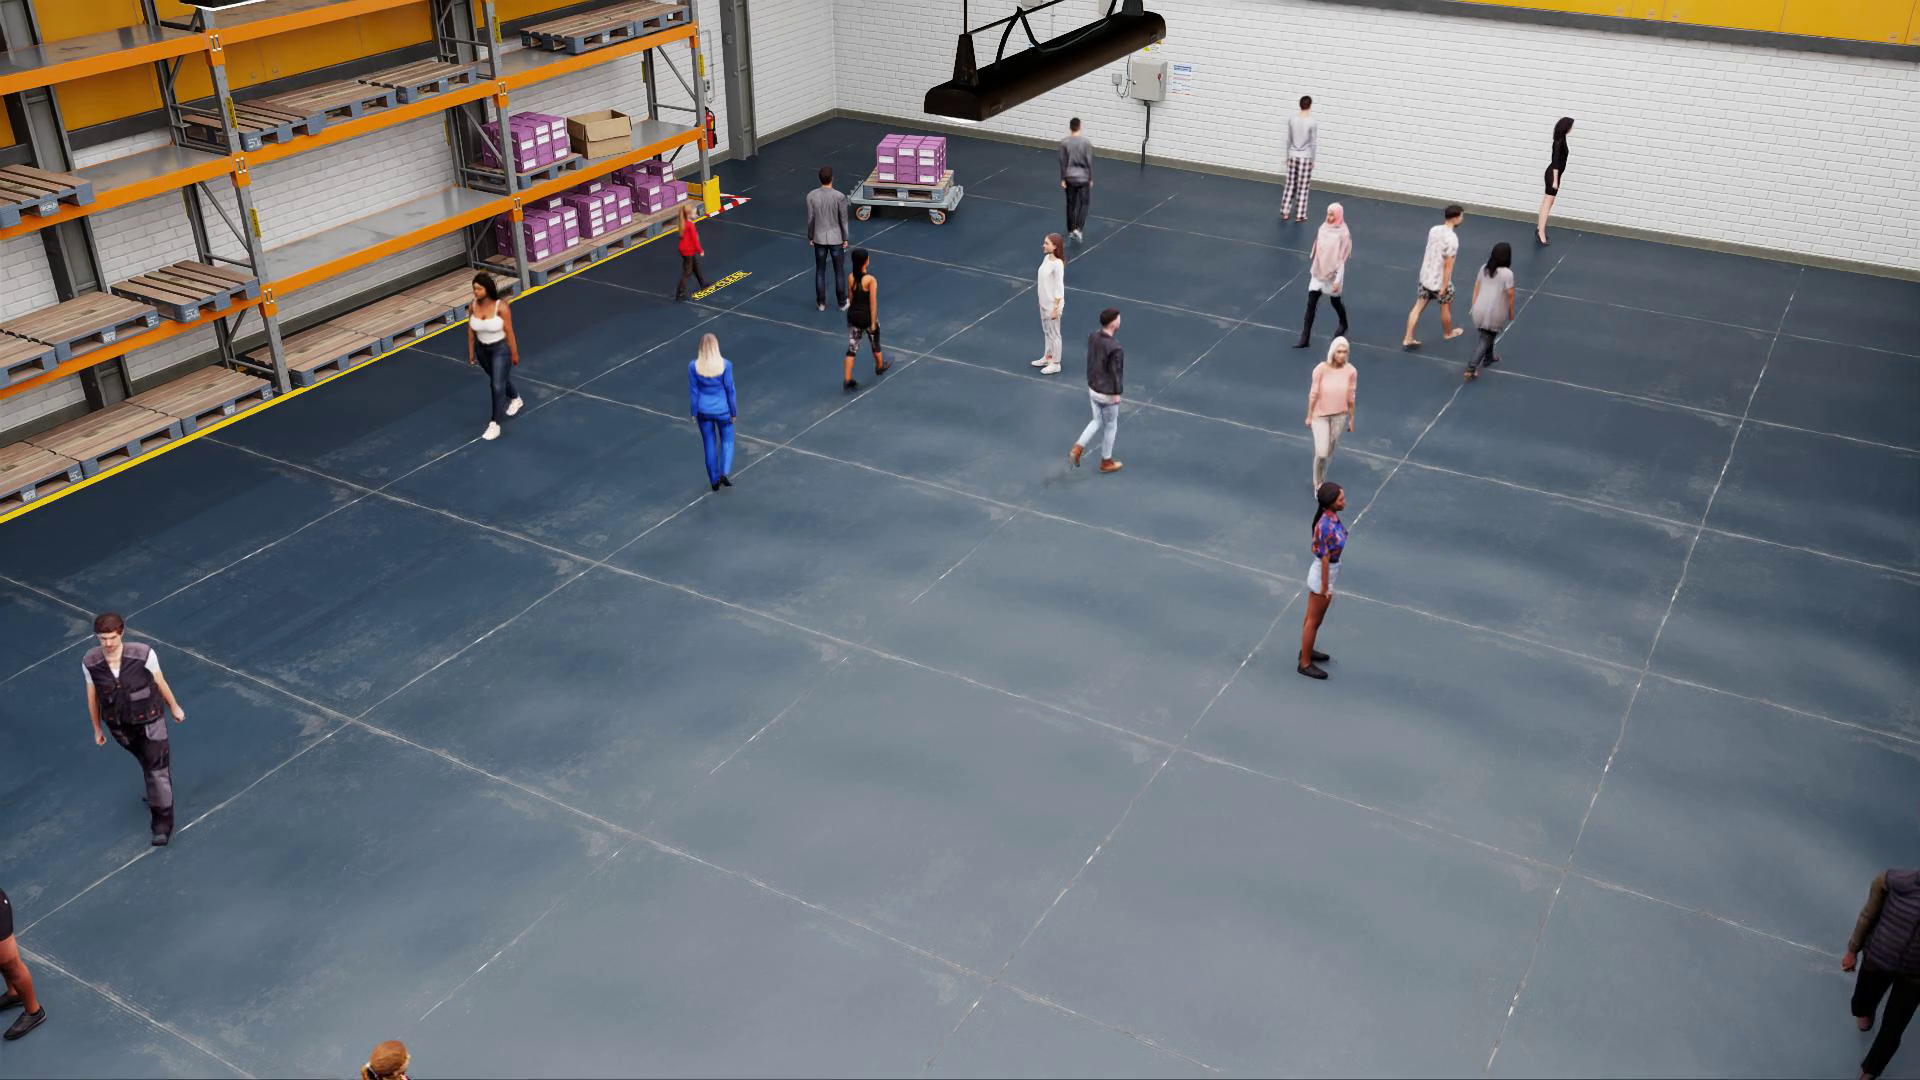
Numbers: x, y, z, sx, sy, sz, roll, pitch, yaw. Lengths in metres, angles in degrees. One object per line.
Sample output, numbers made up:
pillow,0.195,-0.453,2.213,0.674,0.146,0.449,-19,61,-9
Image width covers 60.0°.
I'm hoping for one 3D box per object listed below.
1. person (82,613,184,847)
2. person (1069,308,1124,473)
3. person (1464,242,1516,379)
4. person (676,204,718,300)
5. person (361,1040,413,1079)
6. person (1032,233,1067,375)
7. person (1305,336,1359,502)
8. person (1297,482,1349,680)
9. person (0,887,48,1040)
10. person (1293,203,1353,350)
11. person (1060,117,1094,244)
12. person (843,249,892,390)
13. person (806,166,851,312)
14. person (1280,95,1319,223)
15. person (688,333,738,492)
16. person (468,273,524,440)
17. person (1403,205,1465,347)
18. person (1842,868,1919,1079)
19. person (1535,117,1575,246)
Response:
person,-5.922,1.260,12.017,1.219,1.782,1.345,-4,29,-7
person,1.418,-1.503,17.042,0.986,1.819,0.863,-19,34,-31
person,6.149,-2.651,19.403,1.133,1.575,0.926,-17,33,-28
person,-3.598,-3.754,21.767,0.906,1.247,0.786,-14,31,-23
person,-3.042,3.209,8.953,0.871,1.295,0.702,-20,34,-32
person,1.075,-2.797,19.553,0.728,1.688,0.685,-10,30,-18
person,3.699,-1.277,16.742,0.790,1.711,0.855,-3,29,-5
person,3.007,0.308,13.804,0.697,1.741,0.538,7,29,13
person,-5.986,2.274,10.202,0.641,1.741,0.597,24,37,37
person,4.547,-3.206,20.226,1.261,1.761,0.860,-25,37,-38
person,1.671,-5.145,23.784,0.769,1.756,0.952,7,29,13
person,-1.172,-2.506,19.094,0.615,1.617,1.073,16,33,27
person,-1.683,-3.859,21.307,0.775,1.872,0.745,3,29,5
person,5.030,-5.638,24.596,0.636,1.846,0.563,19,34,31
person,-2.484,-1.233,16.682,0.788,1.691,0.847,-2,29,-4
person,-5.028,-2.060,18.127,0.851,1.759,1.265,9,30,15
person,5.692,-3.154,20.131,1.237,1.762,1.044,-14,32,-24
person,5.521,2.460,9.783,0.742,1.815,1.069,17,33,28
person,8.458,-5.140,23.727,0.696,1.803,0.504,8,30,15
